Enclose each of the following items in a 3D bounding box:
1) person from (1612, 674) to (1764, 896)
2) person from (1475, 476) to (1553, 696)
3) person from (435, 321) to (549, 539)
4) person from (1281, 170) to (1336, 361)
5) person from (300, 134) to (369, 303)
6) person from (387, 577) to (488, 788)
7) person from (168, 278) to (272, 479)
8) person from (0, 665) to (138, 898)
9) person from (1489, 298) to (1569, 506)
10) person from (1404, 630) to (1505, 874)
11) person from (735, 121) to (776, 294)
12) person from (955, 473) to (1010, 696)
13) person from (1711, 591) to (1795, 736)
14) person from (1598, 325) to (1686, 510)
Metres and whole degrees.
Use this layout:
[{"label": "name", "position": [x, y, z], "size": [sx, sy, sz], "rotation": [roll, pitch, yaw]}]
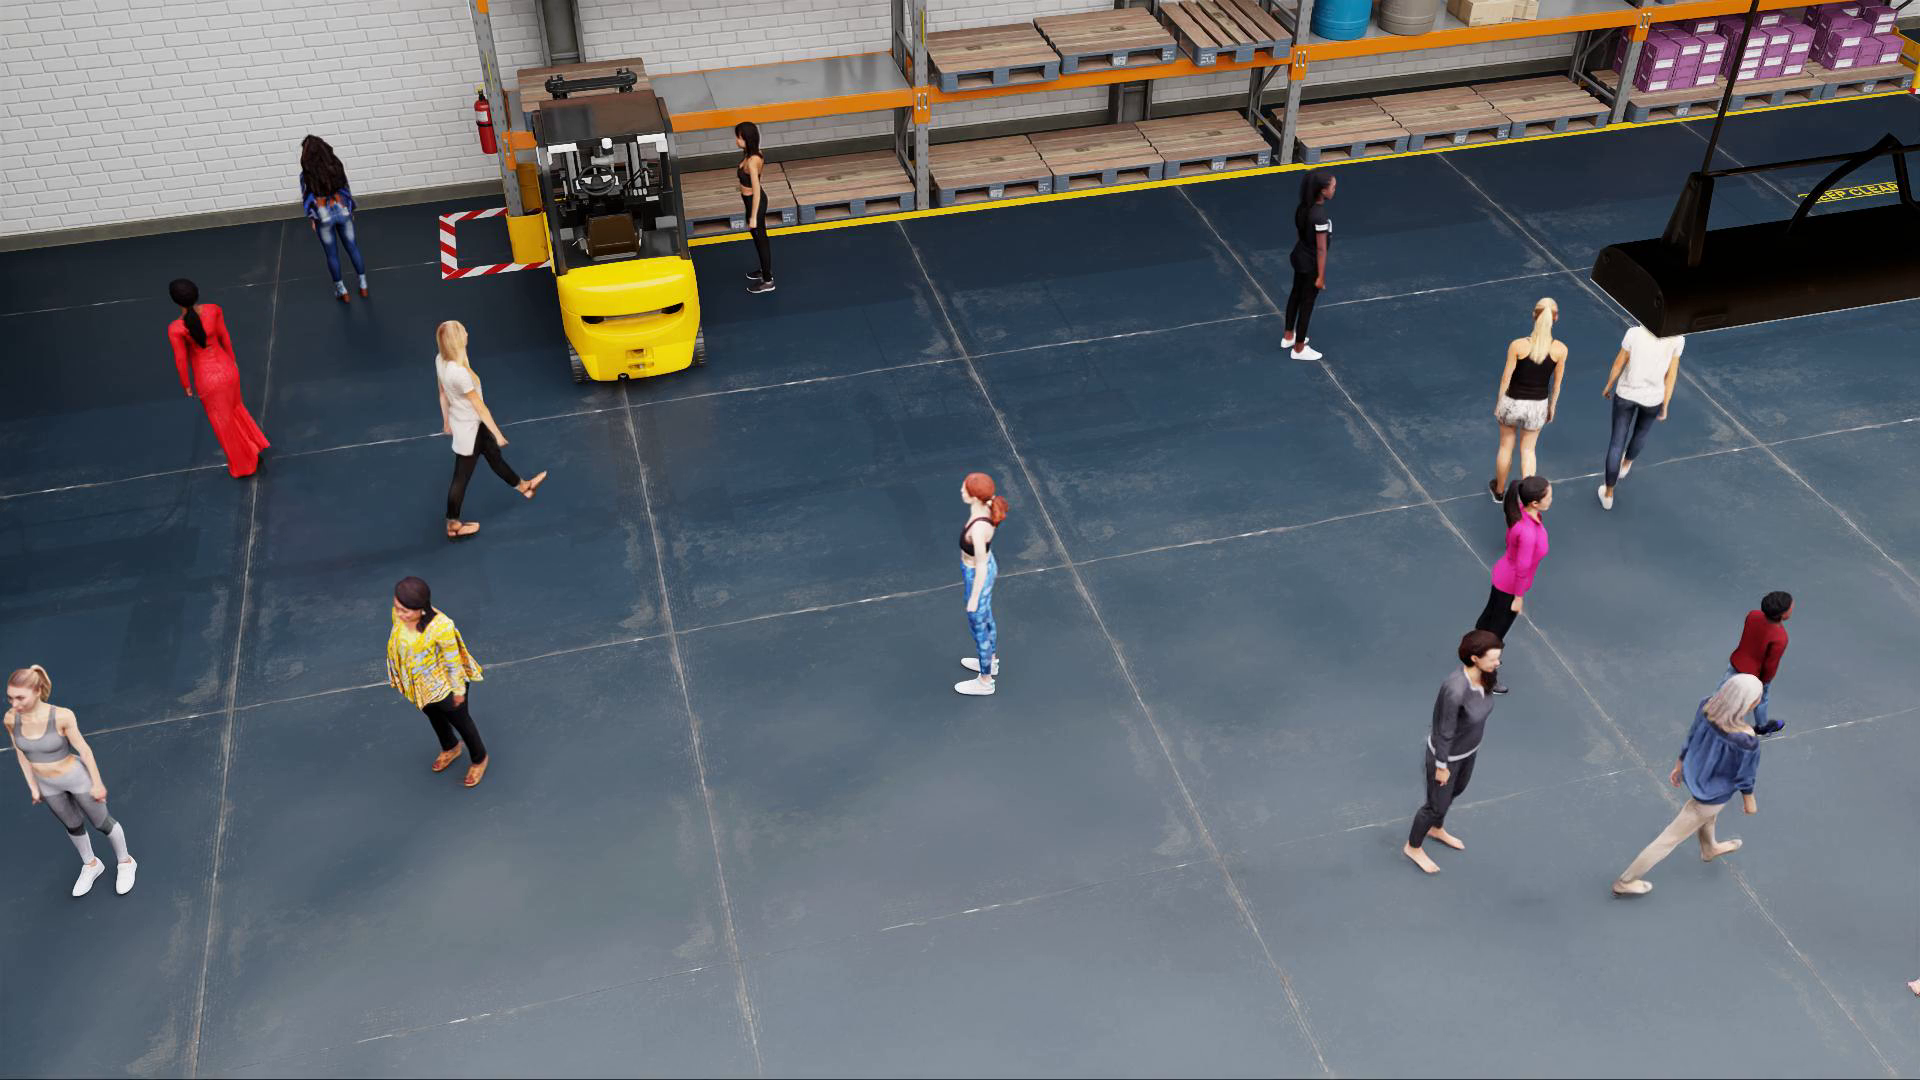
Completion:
[{"label": "person", "position": [4.227, 1.470, 9.608], "size": [1.154, 1.646, 0.652], "rotation": [-7, 39, -9]}, {"label": "person", "position": [3.655, 0.273, 11.065], "size": [0.686, 1.698, 0.668], "rotation": [6, 39, 7]}, {"label": "person", "position": [-3.722, -0.765, 12.288], "size": [1.226, 1.785, 0.952], "rotation": [-27, 46, -30]}, {"label": "person", "position": [3.015, -2.384, 14.349], "size": [0.566, 1.743, 0.609], "rotation": [-8, 39, -10]}, {"label": "person", "position": [-5.709, -2.937, 15.138], "size": [0.596, 1.620, 0.734], "rotation": [-23, 44, -26]}, {"label": "person", "position": [-3.250, 0.859, 10.362], "size": [0.883, 1.650, 0.944], "rotation": [19, 42, 22]}, {"label": "person", "position": [-5.706, -1.212, 12.864], "size": [0.842, 1.774, 0.782], "rotation": [21, 43, 24]}, {"label": "person", "position": [-5.177, 1.392, 9.652], "size": [0.556, 1.703, 0.678], "rotation": [0, 39, 0]}, {"label": "person", "position": [4.246, -0.955, 12.490], "size": [1.007, 1.828, 0.910], "rotation": [7, 39, 8]}, {"label": "person", "position": [2.882, 1.219, 9.813], "size": [0.776, 1.773, 0.673], "rotation": [30, 47, 32]}, {"label": "person", "position": [-1.875, -3.068, 15.285], "size": [0.530, 1.643, 0.595], "rotation": [-4, 39, -5]}, {"label": "person", "position": [0.124, 0.289, 10.976], "size": [0.684, 1.784, 0.663], "rotation": [7, 39, 8]}, {"label": "person", "position": [5.045, 0.838, 10.723], "size": [0.806, 1.232, 0.547], "rotation": [-14, 41, -17]}, {"label": "person", "position": [5.138, -1.003, 12.586], "size": [0.982, 1.783, 0.951], "rotation": [9, 40, 11]}]
